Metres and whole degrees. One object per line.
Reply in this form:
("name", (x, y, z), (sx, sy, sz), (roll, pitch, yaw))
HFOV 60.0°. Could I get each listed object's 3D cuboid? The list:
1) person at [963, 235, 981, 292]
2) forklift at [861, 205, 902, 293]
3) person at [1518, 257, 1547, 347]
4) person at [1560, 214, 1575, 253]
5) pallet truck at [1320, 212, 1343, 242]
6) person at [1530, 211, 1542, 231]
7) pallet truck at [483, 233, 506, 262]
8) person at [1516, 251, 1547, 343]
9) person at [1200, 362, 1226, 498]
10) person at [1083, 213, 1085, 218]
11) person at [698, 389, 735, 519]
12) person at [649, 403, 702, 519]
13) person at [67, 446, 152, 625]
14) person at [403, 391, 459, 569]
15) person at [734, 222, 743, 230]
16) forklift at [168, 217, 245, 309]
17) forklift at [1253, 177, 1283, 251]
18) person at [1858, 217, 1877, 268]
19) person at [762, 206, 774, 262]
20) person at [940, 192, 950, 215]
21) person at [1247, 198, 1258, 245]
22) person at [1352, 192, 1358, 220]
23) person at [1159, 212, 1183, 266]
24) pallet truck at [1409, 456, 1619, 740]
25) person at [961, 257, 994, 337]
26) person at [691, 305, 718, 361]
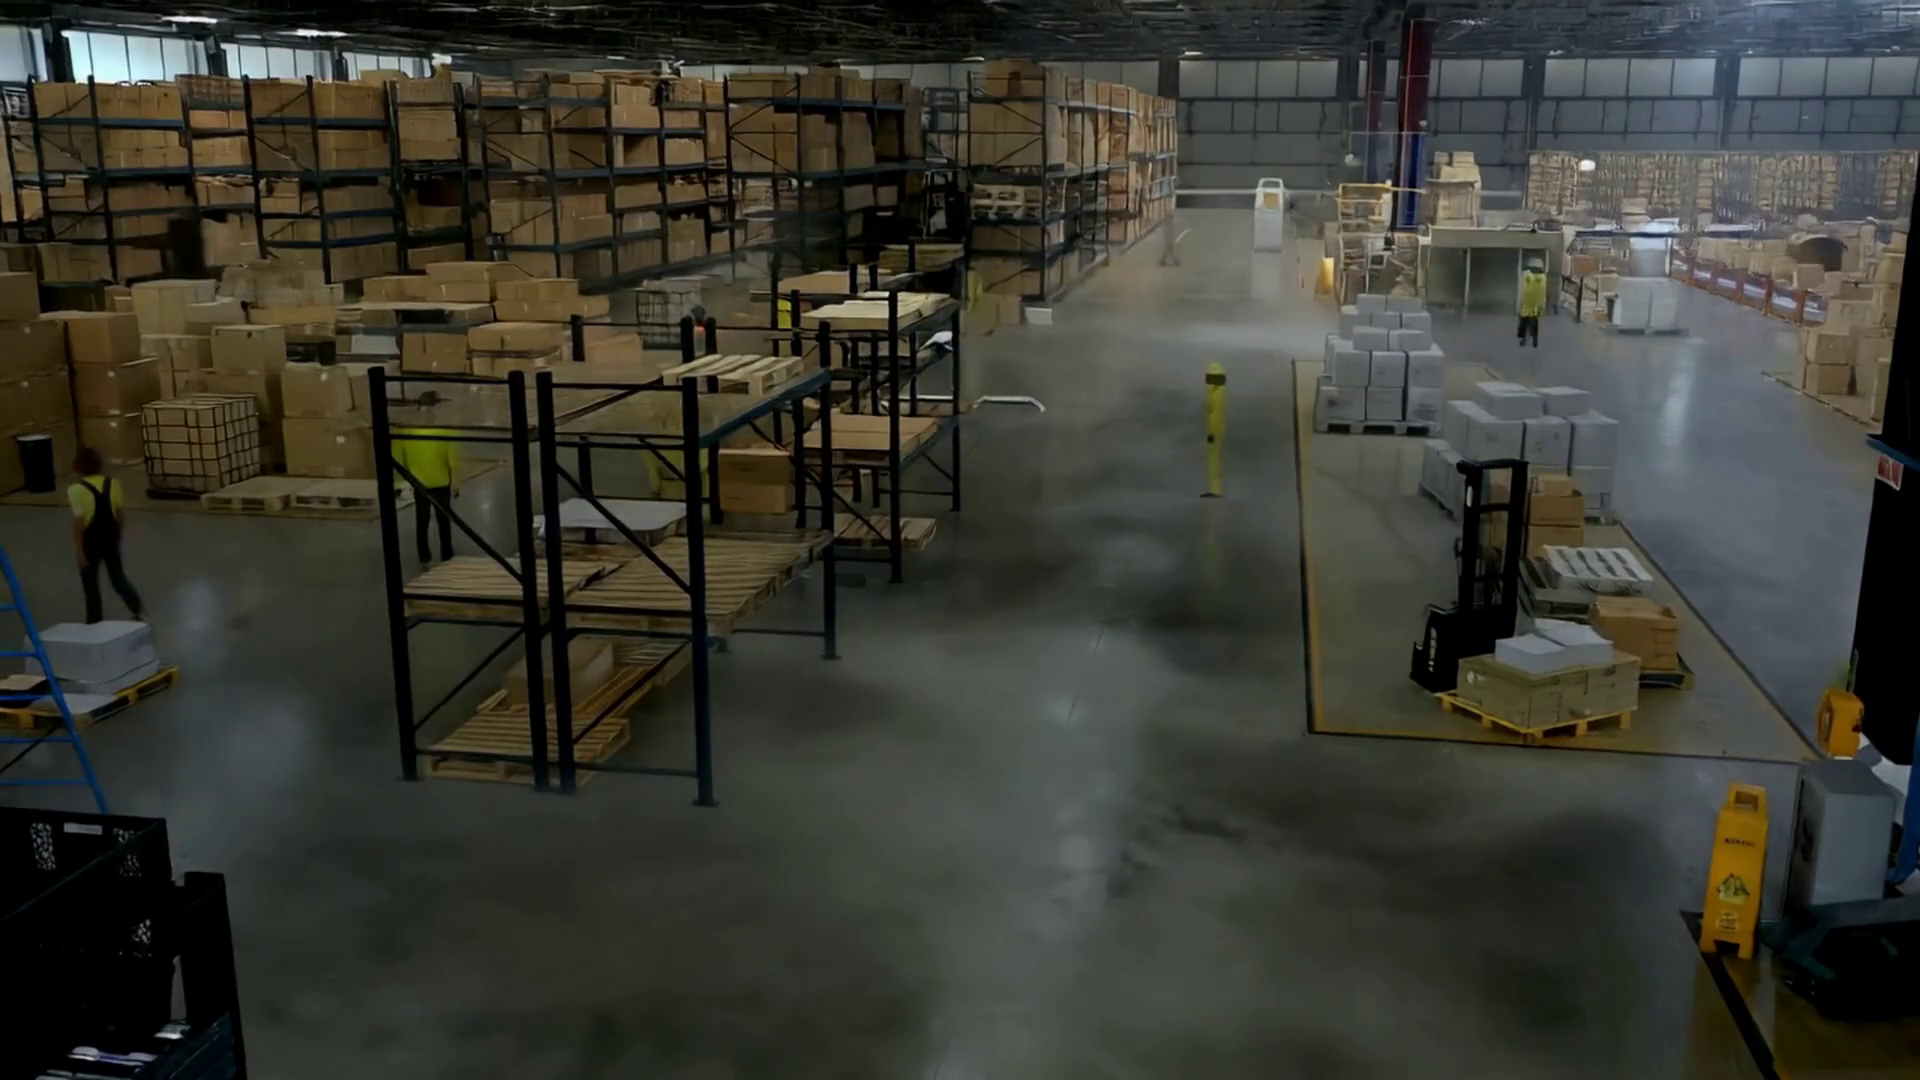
("person", (0.340, -7.915, 47.801), (0.540, 1.682, 0.447), (2, 14, 10))
("forklift", (-1.940, -6.845, 40.994), (1.129, 2.768, 1.873), (3, 14, 10))
("person", (12.396, -5.142, 36.021), (0.544, 1.938, 0.355), (3, 14, 13))
("person", (20.627, -10.174, 56.672), (0.601, 1.827, 0.403), (-7, 16, -27))
("pallet truck", (15.874, -13.227, 70.310), (0.680, 1.201, 1.601), (10, 17, 35))
("person", (21.638, -11.552, 62.616), (0.325, 1.666, 0.560), (-5, 15, -21))
("pallet truck", (-11.832, -7.026, 43.548), (1.885, 1.965, 0.823), (8, 16, 28))
("person", (12.765, -5.397, 36.843), (0.838, 2.000, 0.705), (8, 16, 29))
("person", (3.239, -1.404, 21.243), (0.301, 1.745, 0.483), (4, 14, 17))
("person", (6.713, -18.011, 88.548), (0.649, 1.808, 0.859), (3, 14, 12))
("person", (-3.050, -1.237, 20.245), (0.642, 1.905, 0.716), (-6, 15, -24))
("person", (-3.080, -0.658, 17.939), (0.605, 1.888, 0.949), (-7, 15, -26))
("person", (-7.812, 0.044, 15.206), (0.793, 1.827, 0.505), (8, 16, 29))
("person", (-5.629, -0.635, 17.775), (0.581, 1.919, 0.398), (1, 14, 6))
("person", (-9.129, -13.027, 68.679), (0.546, 1.609, 0.700), (2, 14, 9))
("forklift", (-16.153, -5.339, 34.880), (1.873, 2.768, 1.129), (-11, 18, -39))
("forklift", (12.083, -12.747, 64.956), (1.129, 2.768, 1.873), (3, 14, 10))
("person", (30.985, -10.162, 56.828), (0.518, 1.732, 0.880), (10, 17, 35))
("person", (-6.680, -10.838, 59.001), (0.634, 2.004, 0.902), (-1, 14, -3))
("person", (-0.846, -19.029, 92.817), (0.592, 1.728, 0.494), (-4, 14, -17))
("person", (12.090, -13.082, 68.290), (0.665, 1.914, 0.723), (5, 15, 21))
("person", (18.009, -14.901, 75.655), (0.839, 1.927, 0.638), (12, 19, 41))
("person", (7.341, -10.431, 57.646), (0.941, 1.855, 0.631), (2, 14, 8))
("pallet truck", (4.504, 0.400, 13.395), (0.823, 1.965, 1.885), (-6, 15, -23))
("person", (0.350, -5.496, 37.683), (0.923, 1.835, 0.532), (-6, 15, -24))
("person", (-4.057, -2.710, 26.137), (0.400, 1.952, 0.618), (11, 18, 39))
